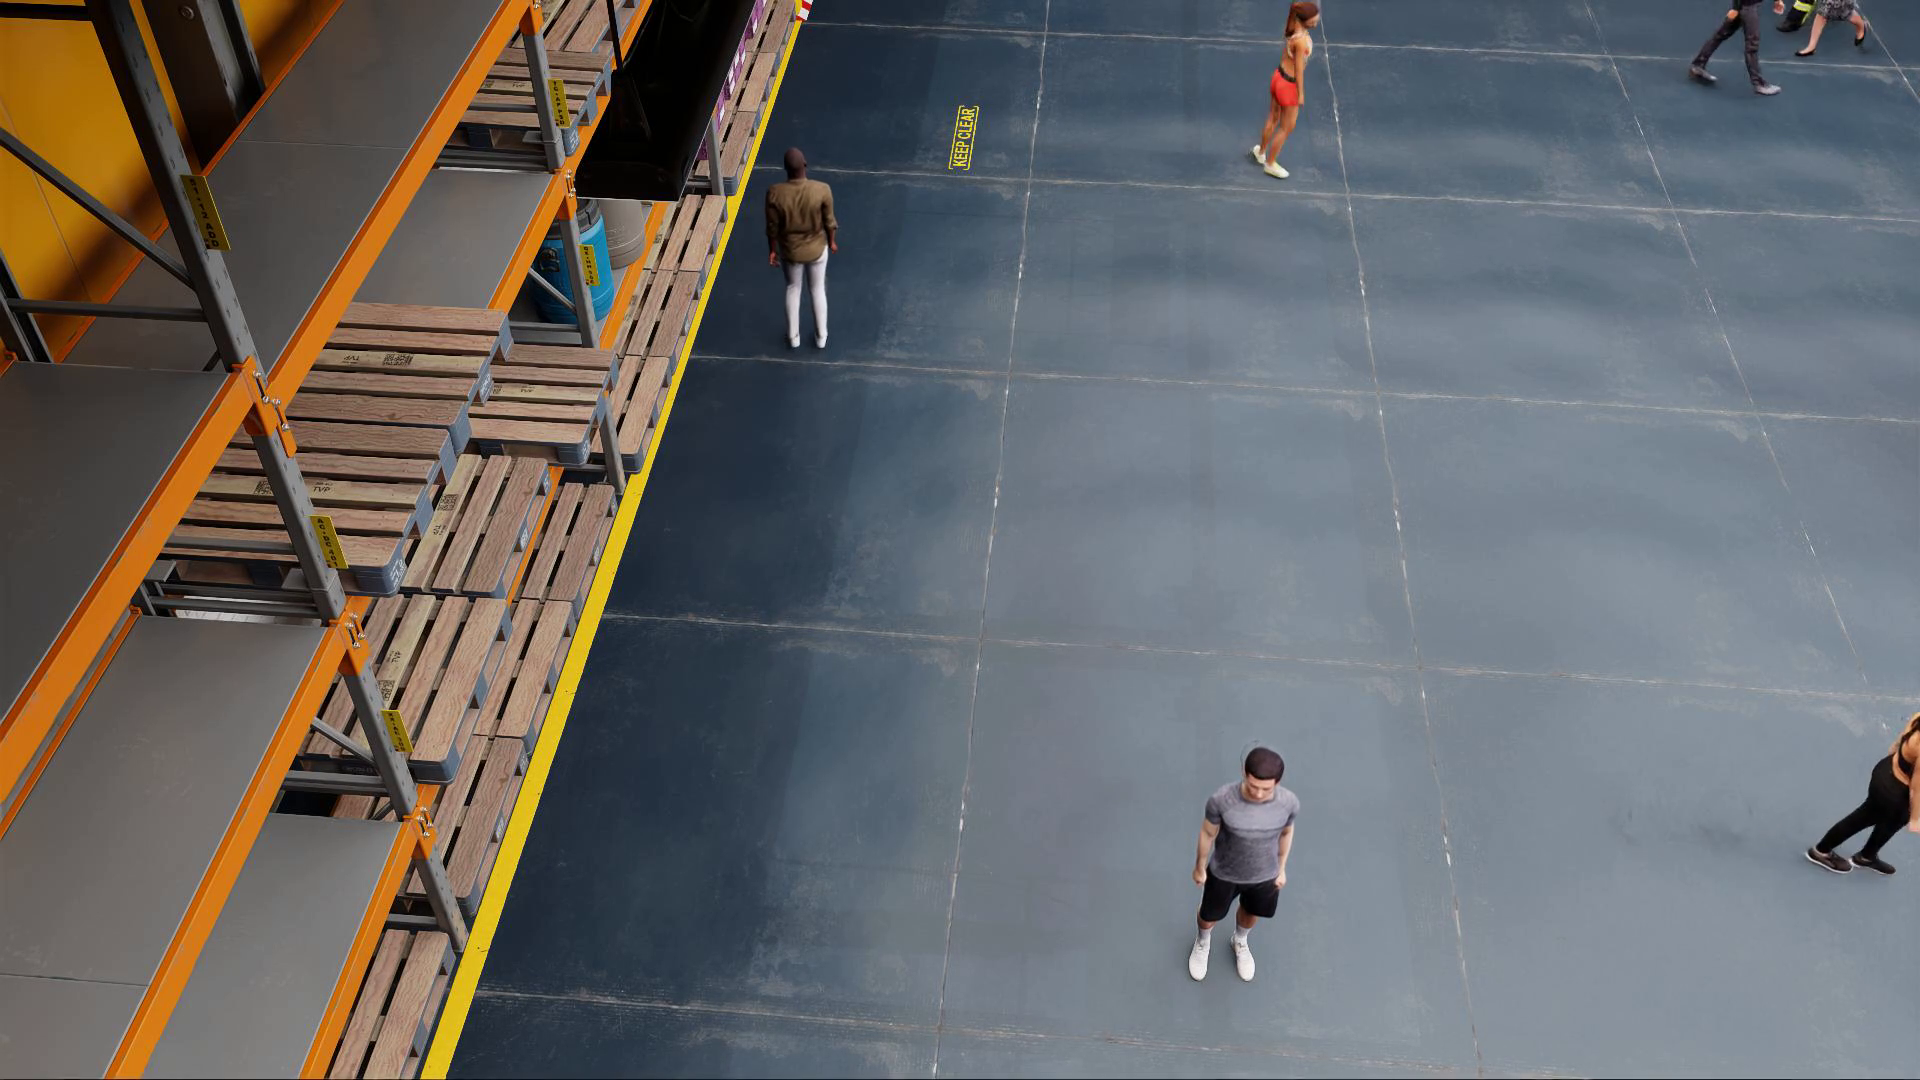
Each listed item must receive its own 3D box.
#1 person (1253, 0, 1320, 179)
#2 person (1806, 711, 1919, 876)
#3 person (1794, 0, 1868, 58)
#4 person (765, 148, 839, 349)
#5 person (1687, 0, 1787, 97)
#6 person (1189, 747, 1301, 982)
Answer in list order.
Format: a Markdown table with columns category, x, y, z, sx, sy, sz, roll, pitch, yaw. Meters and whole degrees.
| category | x | y | z | sx | sy | sz | roll | pitch | yaw |
| --- | --- | --- | --- | --- | --- | --- | --- | --- | --- |
| person | 2.996 | -4.206 | 15.389 | 0.887 | 1.753 | 0.585 | -13 | 45 | -13 |
| person | 5.281 | 1.405 | 9.593 | 0.734 | 1.624 | 0.734 | 16 | 46 | 16 |
| person | 9.194 | -5.762 | 17.072 | 0.910 | 1.685 | 1.004 | -14 | 45 | -14 |
| person | -1.244 | -2.312 | 13.352 | 0.774 | 1.822 | 0.670 | -3 | 44 | -3 |
| person | 7.759 | -5.358 | 16.552 | 1.124 | 1.819 | 1.189 | 30 | 51 | 27 |
| person | 1.546 | 1.746 | 9.055 | 0.668 | 1.872 | 0.548 | 0 | 44 | 0 |
